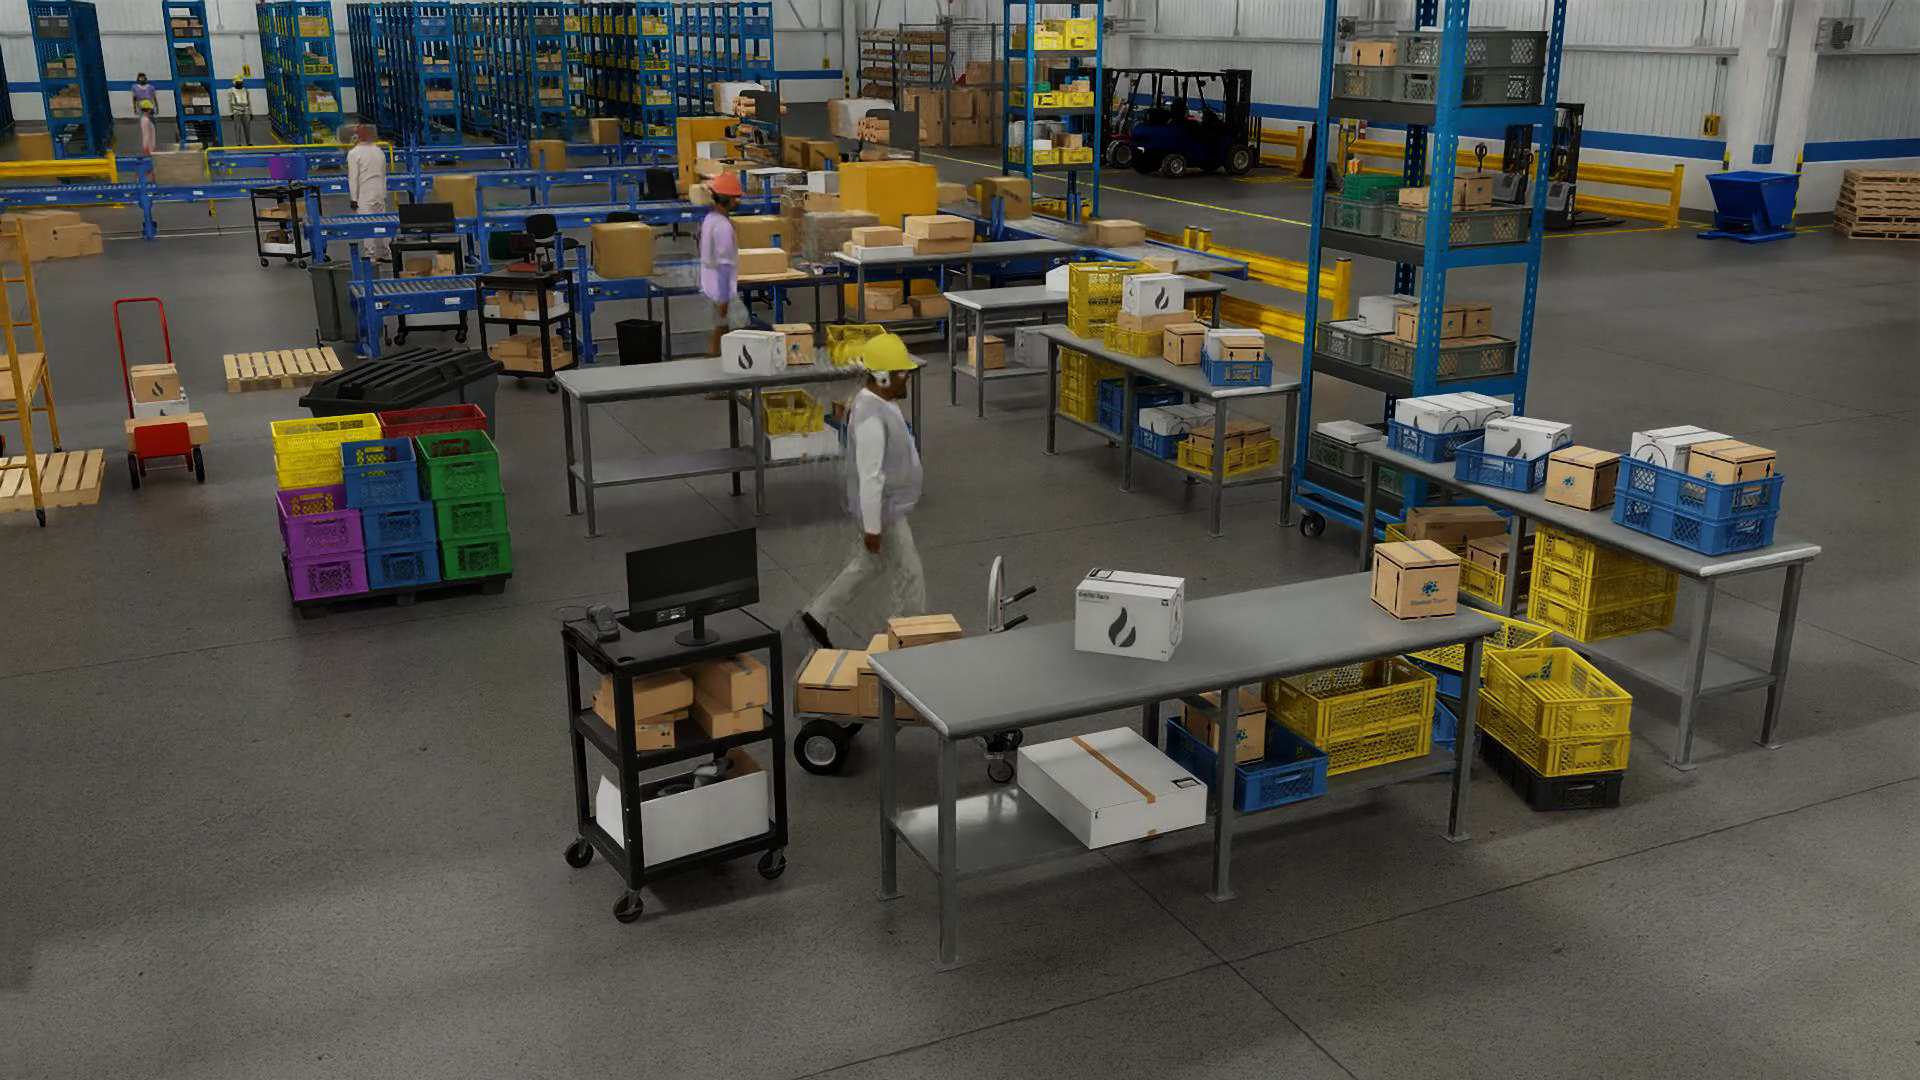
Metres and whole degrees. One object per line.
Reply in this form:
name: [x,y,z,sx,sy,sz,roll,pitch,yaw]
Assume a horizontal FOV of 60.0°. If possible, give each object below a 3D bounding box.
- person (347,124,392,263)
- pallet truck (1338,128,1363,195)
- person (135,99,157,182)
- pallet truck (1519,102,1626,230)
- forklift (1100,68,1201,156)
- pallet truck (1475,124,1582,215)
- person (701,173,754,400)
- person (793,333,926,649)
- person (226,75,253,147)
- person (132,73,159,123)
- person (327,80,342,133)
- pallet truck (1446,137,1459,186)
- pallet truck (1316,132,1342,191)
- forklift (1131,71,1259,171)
person: [-8.140,-4.733,22.852,0.399,1.899,0.636,7,19,22]
pallet truck: [7.845,-7.140,31.411,1.522,1.261,0.704,-9,20,-25]
person: [-15.644,-7.587,32.053,0.485,1.751,0.544,-6,19,-18]
pallet truck: [9.972,-6.037,26.785,1.885,1.965,0.823,-9,20,-25]
forklift: [4.082,-9.564,37.410,2.680,1.987,1.157,-8,19,-23]
pallet truck: [9.707,-6.455,28.103,1.885,1.965,0.823,-7,19,-20]
person: [-2.075,-2.222,14.736,0.462,2.023,0.610,-7,19,-22]
person: [-0.465,-0.200,8.722,0.836,1.804,0.599,0,18,-1]
person: [-18.309,-10.895,42.357,0.404,1.833,0.590,16,24,41]
person: [-21.547,-11.426,44.025,0.601,1.827,0.490,-9,20,-27]
person: [-17.672,-12.399,46.870,0.433,1.981,0.629,-13,22,-35]
pallet truck: [9.184,-6.485,29.328,1.630,1.274,0.653,-8,19,-23]
pallet truck: [7.723,-7.504,32.656,1.601,1.201,0.680,-8,19,-23]
forklift: [4.998,-8.936,35.413,2.680,1.987,1.157,-9,20,-25]
